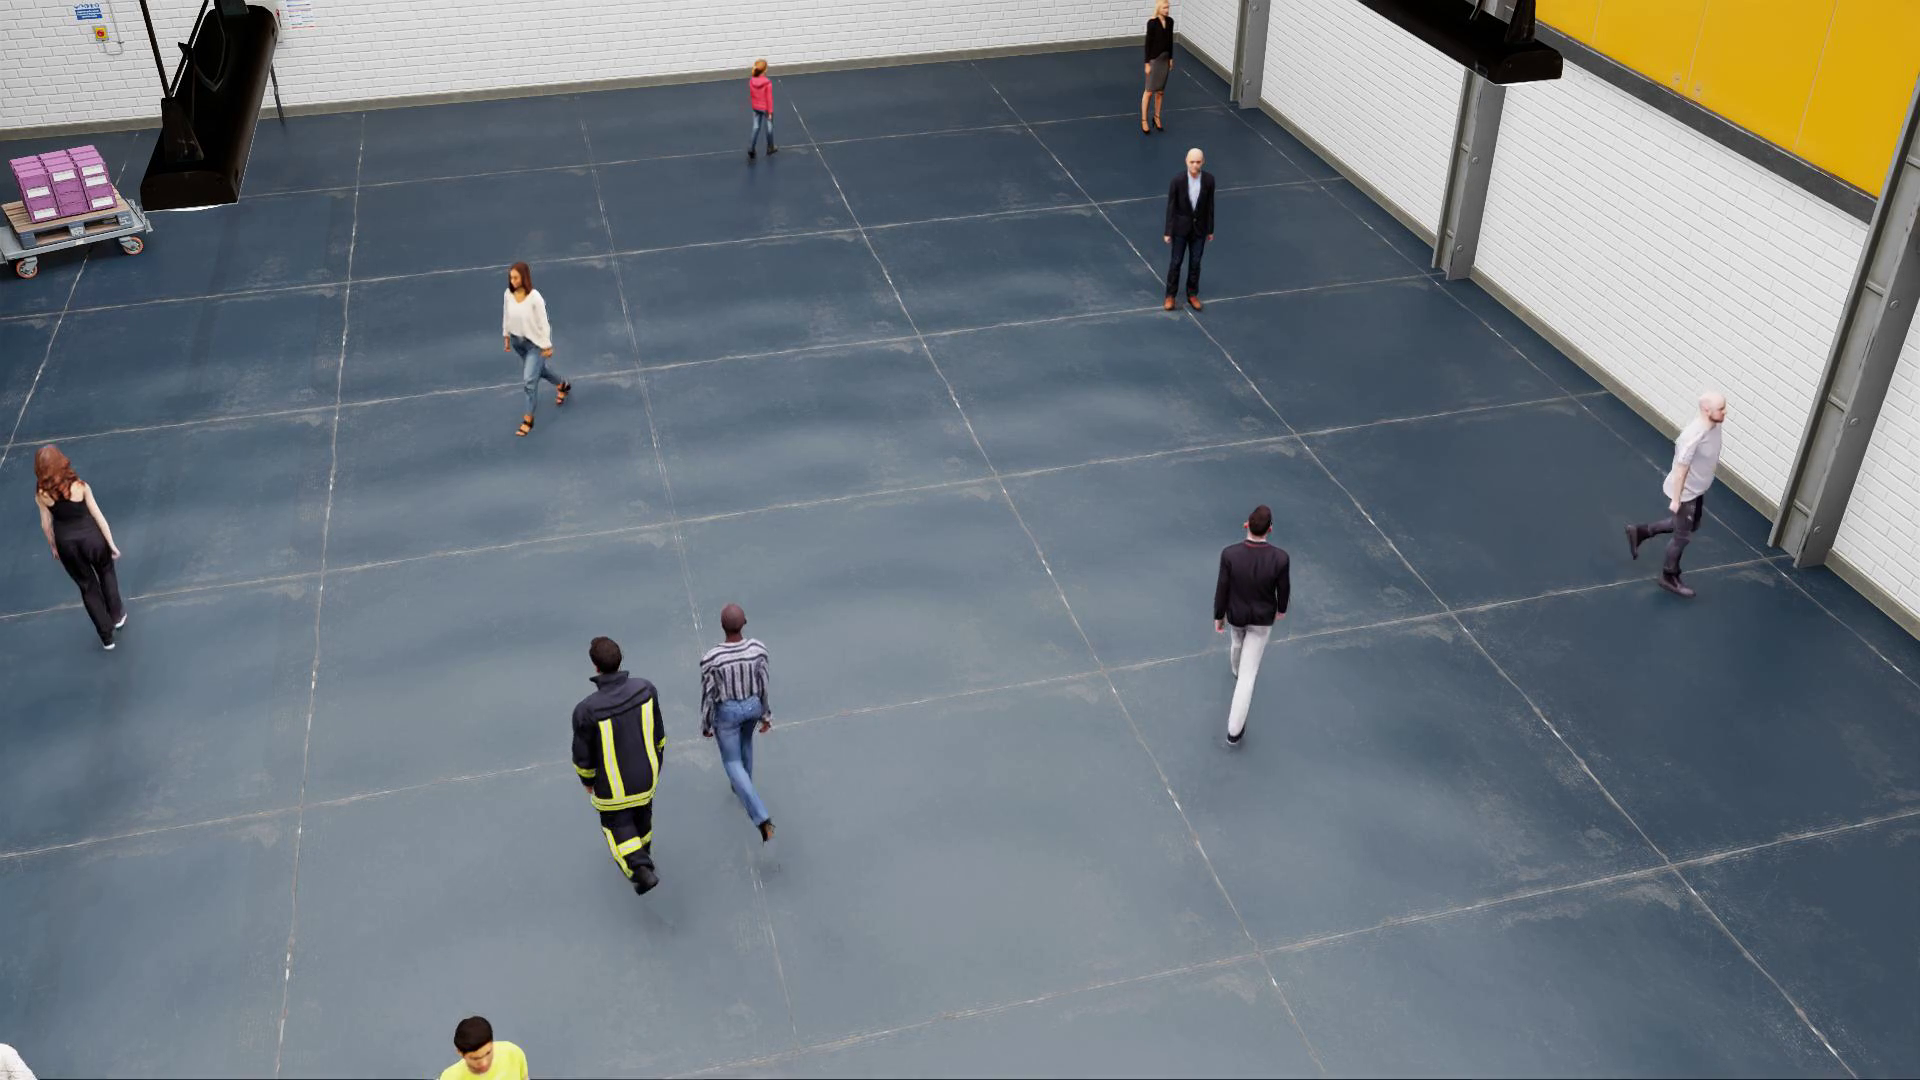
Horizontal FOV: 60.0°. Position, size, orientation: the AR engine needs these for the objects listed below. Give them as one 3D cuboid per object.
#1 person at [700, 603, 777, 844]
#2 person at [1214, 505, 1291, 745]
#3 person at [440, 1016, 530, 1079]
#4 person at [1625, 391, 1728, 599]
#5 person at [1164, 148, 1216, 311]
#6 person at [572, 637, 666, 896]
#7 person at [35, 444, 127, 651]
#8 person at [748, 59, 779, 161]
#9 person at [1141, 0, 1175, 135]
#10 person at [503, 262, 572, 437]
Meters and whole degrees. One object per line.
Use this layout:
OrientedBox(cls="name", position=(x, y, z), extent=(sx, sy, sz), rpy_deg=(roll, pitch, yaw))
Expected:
OrientedBox(cls="person", position=(-1.441, 1.240, 11.054), extent=(0.820, 1.761, 1.142), rpy_deg=(-16, 37, -23))
OrientedBox(cls="person", position=(2.074, 0.638, 11.939), extent=(1.122, 1.783, 1.347), rpy_deg=(9, 35, 14))
OrientedBox(cls="person", position=(-2.411, 2.986, 8.516), extent=(0.888, 1.663, 1.150), rpy_deg=(-22, 39, -29))
OrientedBox(cls="person", position=(5.832, -0.430, 13.517), extent=(0.951, 1.814, 1.104), rpy_deg=(-28, 42, -35))
OrientedBox(cls="person", position=(2.480, -3.365, 17.948), extent=(0.739, 1.798, 0.643), rpy_deg=(-1, 34, -2))
OrientedBox(cls="person", position=(-2.105, 1.468, 10.575), extent=(0.995, 1.912, 1.128), rpy_deg=(-21, 39, -29))
OrientedBox(cls="person", position=(-6.764, 0.095, 12.805), extent=(0.692, 1.729, 0.755), rpy_deg=(-16, 37, -22))
OrientedBox(cls="person", position=(-2.635, -5.622, 21.793), extent=(0.802, 1.301, 0.918), rpy_deg=(13, 36, 18))
OrientedBox(cls="person", position=(2.666, -6.425, 22.514), extent=(0.671, 1.840, 0.643), rpy_deg=(-19, 38, -26))
OrientedBox(cls="person", position=(-4.046, -1.901, 15.879), extent=(1.074, 1.650, 1.136), rpy_deg=(18, 37, 24))
